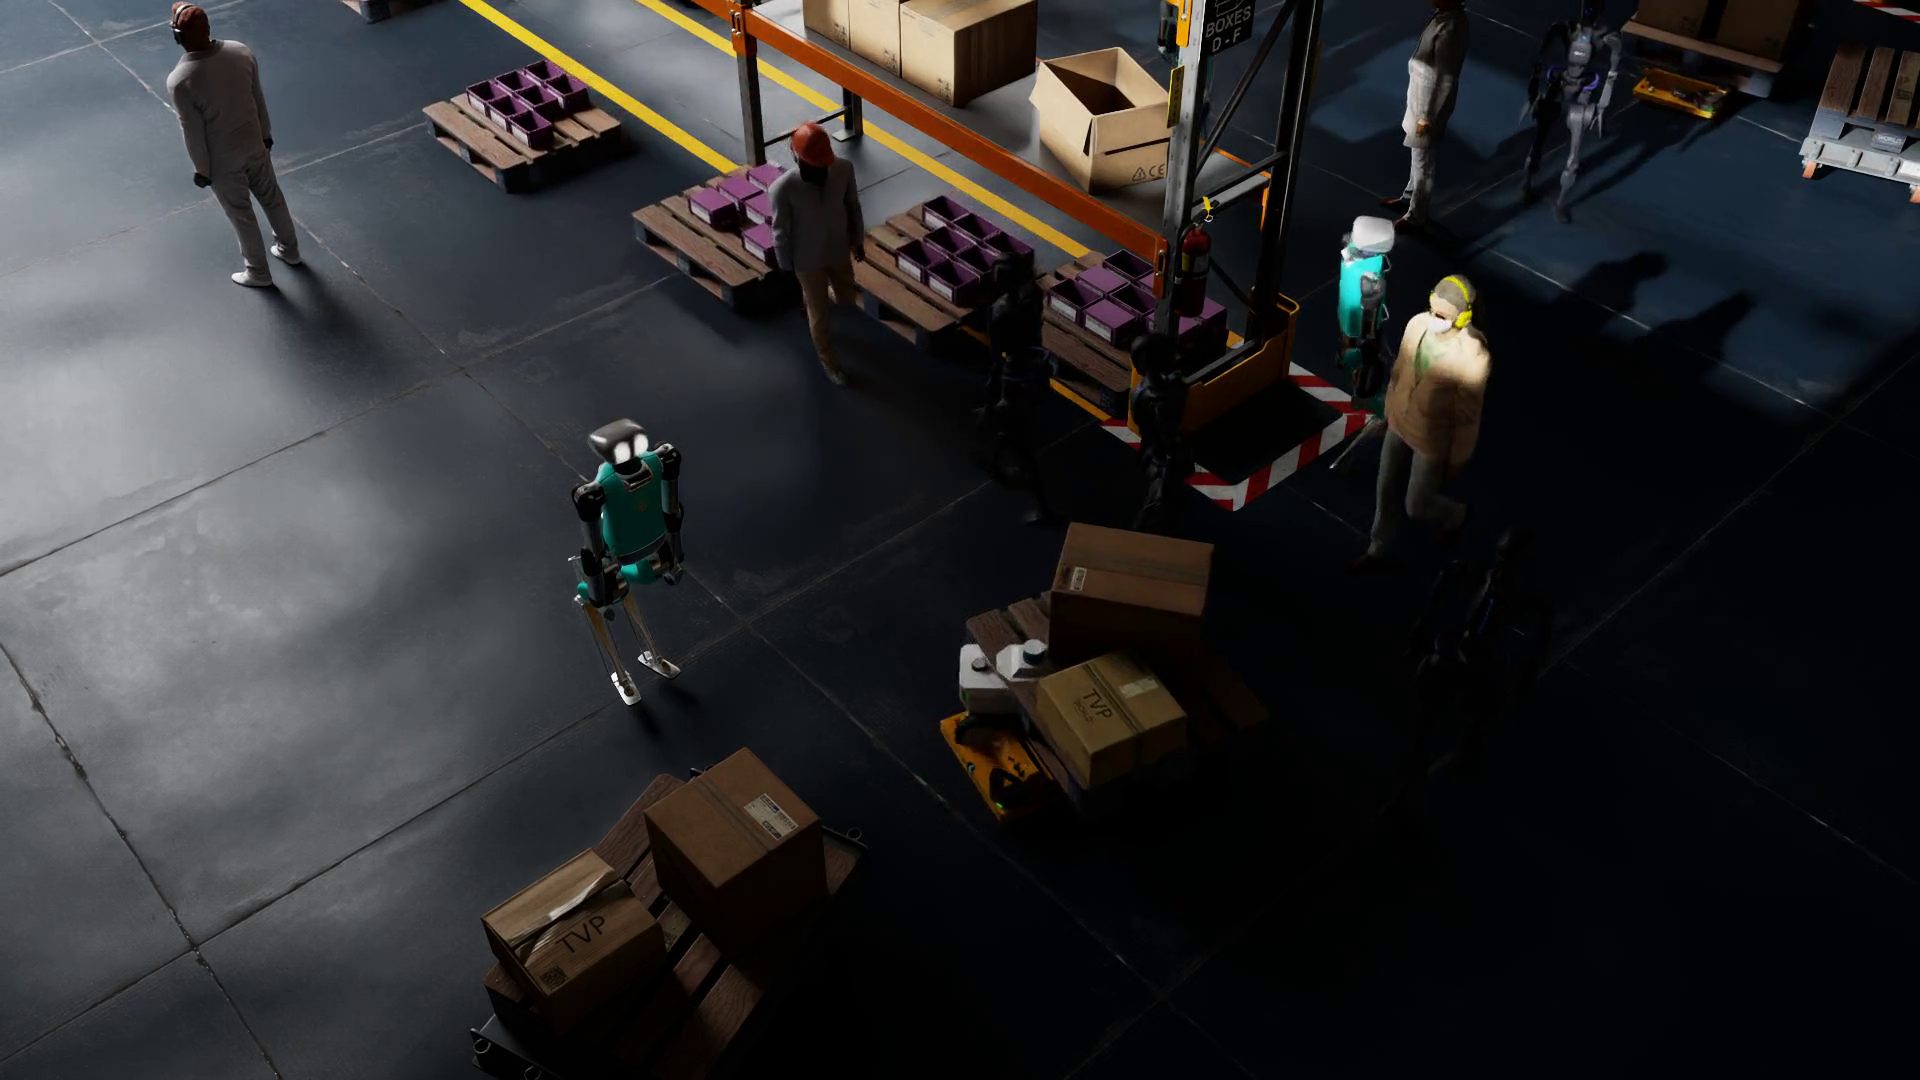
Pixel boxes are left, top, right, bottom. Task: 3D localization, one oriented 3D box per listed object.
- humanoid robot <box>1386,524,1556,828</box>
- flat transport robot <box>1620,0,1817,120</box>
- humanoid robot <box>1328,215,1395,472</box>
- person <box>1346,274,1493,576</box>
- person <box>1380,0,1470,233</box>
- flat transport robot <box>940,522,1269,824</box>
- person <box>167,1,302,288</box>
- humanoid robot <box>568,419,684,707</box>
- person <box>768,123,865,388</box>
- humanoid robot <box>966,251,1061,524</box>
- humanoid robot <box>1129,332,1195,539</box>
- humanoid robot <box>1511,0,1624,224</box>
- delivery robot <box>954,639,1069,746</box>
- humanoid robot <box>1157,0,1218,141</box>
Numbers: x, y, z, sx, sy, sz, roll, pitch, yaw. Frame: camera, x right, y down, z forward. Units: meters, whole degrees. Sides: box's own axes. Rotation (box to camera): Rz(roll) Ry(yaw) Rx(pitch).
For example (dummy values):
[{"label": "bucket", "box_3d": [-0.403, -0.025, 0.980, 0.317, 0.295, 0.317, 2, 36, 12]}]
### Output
[{"label": "humanoid robot", "box_3d": [2.244, 0.596, 7.446, 0.613, 1.636, 0.730, 26, 48, 25]}, {"label": "flat transport robot", "box_3d": [5.921, -3.766, 13.192, 0.659, 0.231, 1.431, 27, 49, 26]}, {"label": "humanoid robot", "box_3d": [2.369, -0.953, 9.091, 0.788, 1.806, 0.530, -2, 43, -2]}, {"label": "person", "box_3d": [2.429, -0.580, 8.557, 0.609, 1.859, 0.565, -22, 47, -22]}, {"label": "person", "box_3d": [3.129, -2.927, 11.123, 0.365, 1.836, 0.509, 7, 43, 7]}, {"label": "flat transport robot", "box_3d": [0.683, 0.861, 8.158, 1.431, 0.231, 0.659, -19, 46, -19]}, {"label": "person", "box_3d": [-4.662, -2.508, 10.615, 0.413, 1.907, 0.648, 19, 46, 20]}, {"label": "humanoid robot", "box_3d": [-1.638, 0.035, 7.871, 0.533, 1.680, 0.735, -32, 51, -30]}, {"label": "person", "box_3d": [-0.866, -1.764, 9.934, 0.583, 1.724, 0.615, -25, 48, -24]}, {"label": "humanoid robot", "box_3d": [0.286, -0.835, 8.984, 0.709, 1.636, 0.601, 21, 47, 21]}, {"label": "humanoid robot", "box_3d": [1.047, -0.361, 8.459, 0.449, 1.635, 0.612, -5, 43, -6]}, {"label": "humanoid robot", "box_3d": [4.123, -2.966, 11.283, 0.583, 1.644, 0.380, 15, 45, 15]}, {"label": "delivery robot", "box_3d": [0.316, 0.730, 8.101, 0.782, 0.610, 0.500, 1, 43, 2]}, {"label": "humanoid robot", "box_3d": [1.741, -3.536, 11.876, 0.555, 1.750, 1.046, -13, 44, -14]}]
